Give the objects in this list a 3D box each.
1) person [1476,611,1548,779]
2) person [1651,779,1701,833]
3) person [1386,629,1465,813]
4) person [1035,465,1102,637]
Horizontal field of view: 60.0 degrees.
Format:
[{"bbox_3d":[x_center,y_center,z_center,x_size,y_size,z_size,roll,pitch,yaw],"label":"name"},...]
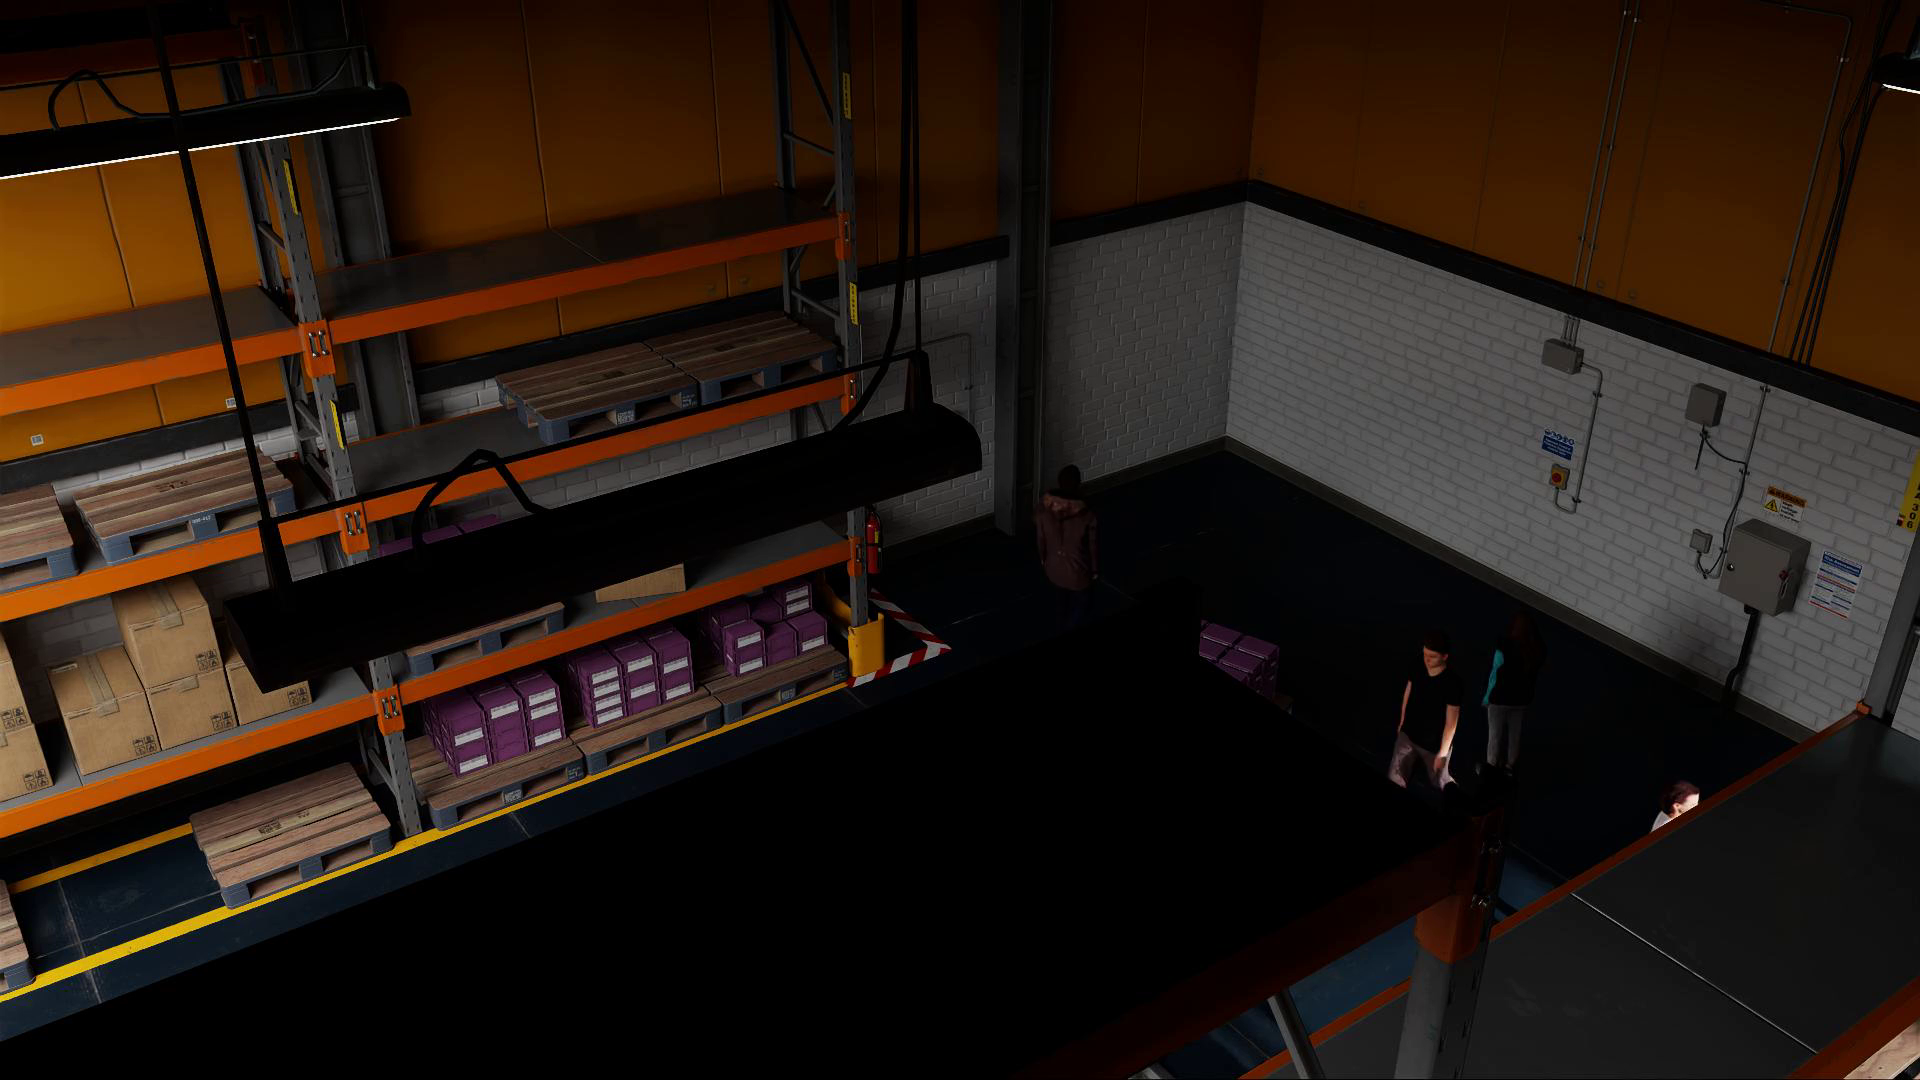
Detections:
[{"bbox_3d":[4.253,1.206,12.855,0.641,1.500,0.731,-5,29,-9],"label":"person"},{"bbox_3d":[4.422,2.268,10.601,0.742,1.795,0.623,13,31,22],"label":"person"},{"bbox_3d":[3.483,1.422,12.120,1.242,1.824,0.726,-20,34,-32],"label":"person"},{"bbox_3d":[0.910,0.251,14.257,0.938,1.835,1.005,15,32,26],"label":"person"}]
